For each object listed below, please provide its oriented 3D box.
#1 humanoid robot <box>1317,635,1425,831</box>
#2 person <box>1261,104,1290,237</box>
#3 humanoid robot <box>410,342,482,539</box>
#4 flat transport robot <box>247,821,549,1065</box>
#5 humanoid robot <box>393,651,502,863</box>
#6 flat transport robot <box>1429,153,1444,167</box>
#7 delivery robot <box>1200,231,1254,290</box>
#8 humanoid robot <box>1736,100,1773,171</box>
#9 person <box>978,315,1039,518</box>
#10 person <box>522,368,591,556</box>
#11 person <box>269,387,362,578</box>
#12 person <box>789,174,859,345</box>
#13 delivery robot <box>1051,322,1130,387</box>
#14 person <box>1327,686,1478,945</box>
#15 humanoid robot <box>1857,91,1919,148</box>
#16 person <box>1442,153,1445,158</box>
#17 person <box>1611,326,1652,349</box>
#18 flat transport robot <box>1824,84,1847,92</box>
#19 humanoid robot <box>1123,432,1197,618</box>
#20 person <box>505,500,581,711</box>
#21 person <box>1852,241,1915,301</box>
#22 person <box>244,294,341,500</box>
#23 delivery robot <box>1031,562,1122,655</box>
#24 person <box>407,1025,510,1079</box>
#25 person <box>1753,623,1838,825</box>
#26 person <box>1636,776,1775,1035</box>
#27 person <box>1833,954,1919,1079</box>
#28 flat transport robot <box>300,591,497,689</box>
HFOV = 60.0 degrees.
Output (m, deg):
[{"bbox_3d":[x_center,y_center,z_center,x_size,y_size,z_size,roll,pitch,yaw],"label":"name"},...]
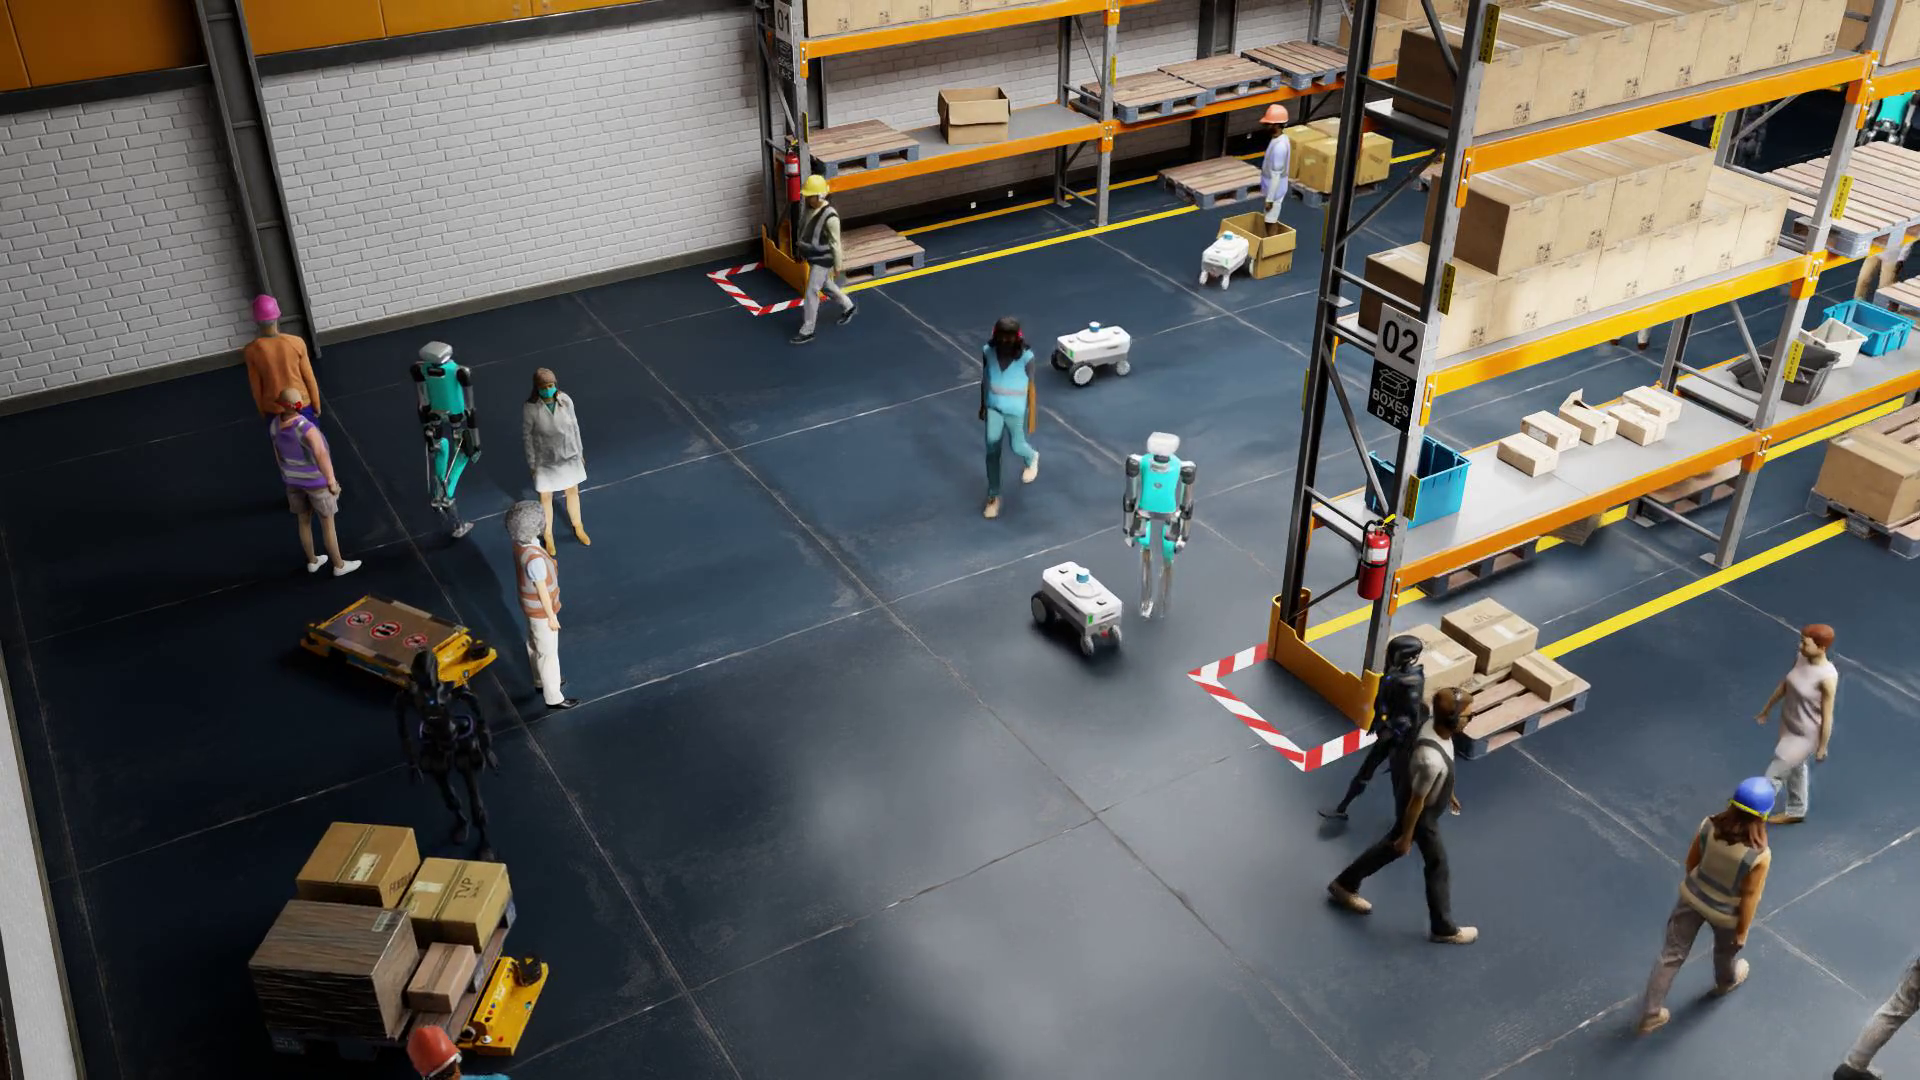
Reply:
[{"bbox_3d":[2.758,1.283,10.740,0.683,1.636,0.608,-5,32,-7],"label":"humanoid robot"},{"bbox_3d":[3.526,-3.976,18.869,0.377,1.933,0.543,5,32,8],"label":"person"},{"bbox_3d":[-4.316,-0.688,13.863,0.541,1.862,0.706,7,33,11],"label":"humanoid robot"},{"bbox_3d":[-3.232,2.678,9.813,1.431,0.231,0.659,4,32,6],"label":"flat transport robot"},{"bbox_3d":[-3.251,1.351,10.614,0.590,1.635,0.537,-6,33,-9],"label":"humanoid robot"},{"bbox_3d":[6.902,-4.813,21.760,0.659,0.231,1.431,-19,37,-27],"label":"flat transport robot"},{"bbox_3d":[3.052,-3.225,18.974,0.499,0.612,0.796,19,37,27],"label":"delivery robot"},{"bbox_3d":[9.895,-5.059,20.876,0.781,1.627,0.610,0,32,0],"label":"humanoid robot"},{"bbox_3d":[0.437,-1.169,14.485,0.537,1.832,0.878,11,34,17],"label":"person"},{"bbox_3d":[-3.360,-0.656,13.818,0.481,1.660,0.338,-18,36,-26],"label":"person"},{"bbox_3d":[-5.276,-0.463,13.480,0.482,1.694,0.347,10,33,16],"label":"person"},{"bbox_3d":[-1.439,-2.991,17.418,0.881,1.794,0.585,-18,36,-26],"label":"person"},{"bbox_3d":[1.347,-1.918,16.866,0.789,0.587,0.499,-13,34,-19],"label":"delivery robot"},{"bbox_3d":[2.756,1.630,10.054,0.901,1.803,0.503,5,32,8],"label":"person"},{"bbox_3d":[11.204,-4.752,20.310,0.542,1.799,0.806,22,38,30],"label":"humanoid robot"},{"bbox_3d":[6.528,-5.818,21.888,0.376,1.836,0.559,21,38,30],"label":"person"},{"bbox_3d":[7.079,-2.870,17.150,0.564,1.875,0.391,12,34,19],"label":"person"},{"bbox_3d":[13.465,-7.179,25.533,0.659,0.231,1.431,27,41,36],"label":"flat transport robot"},{"bbox_3d":[1.547,-0.130,12.931,0.543,1.791,0.750,7,33,11],"label":"humanoid robot"},{"bbox_3d":[-3.027,0.466,11.999,0.306,1.688,0.454,-17,36,-25],"label":"person"},{"bbox_3d":[9.862,-3.088,17.631,0.655,1.728,0.572,-13,34,-19],"label":"person"},{"bbox_3d":[-5.803,-1.181,14.367,0.520,1.976,0.392,-14,35,-22],"label":"person"},{"bbox_3d":[0.935,0.488,13.053,0.499,0.612,0.796,-18,36,-26],"label":"delivery robot"},{"bbox_3d":[-2.317,3.003,7.943,0.584,1.695,0.693,-13,35,-20],"label":"person"},{"bbox_3d":[5.338,1.242,10.818,0.830,1.616,0.460,-1,32,-1],"label":"person"},{"bbox_3d":[4.315,2.045,9.451,0.927,1.714,0.487,-22,38,-31],"label":"person"},{"bbox_3d":[5.387,2.285,8.955,0.979,1.842,0.544,-4,32,-6],"label":"person"},{"bbox_3d":[-4.336,0.802,12.805,1.431,0.231,0.659,17,36,25],"label":"flat transport robot"}]
